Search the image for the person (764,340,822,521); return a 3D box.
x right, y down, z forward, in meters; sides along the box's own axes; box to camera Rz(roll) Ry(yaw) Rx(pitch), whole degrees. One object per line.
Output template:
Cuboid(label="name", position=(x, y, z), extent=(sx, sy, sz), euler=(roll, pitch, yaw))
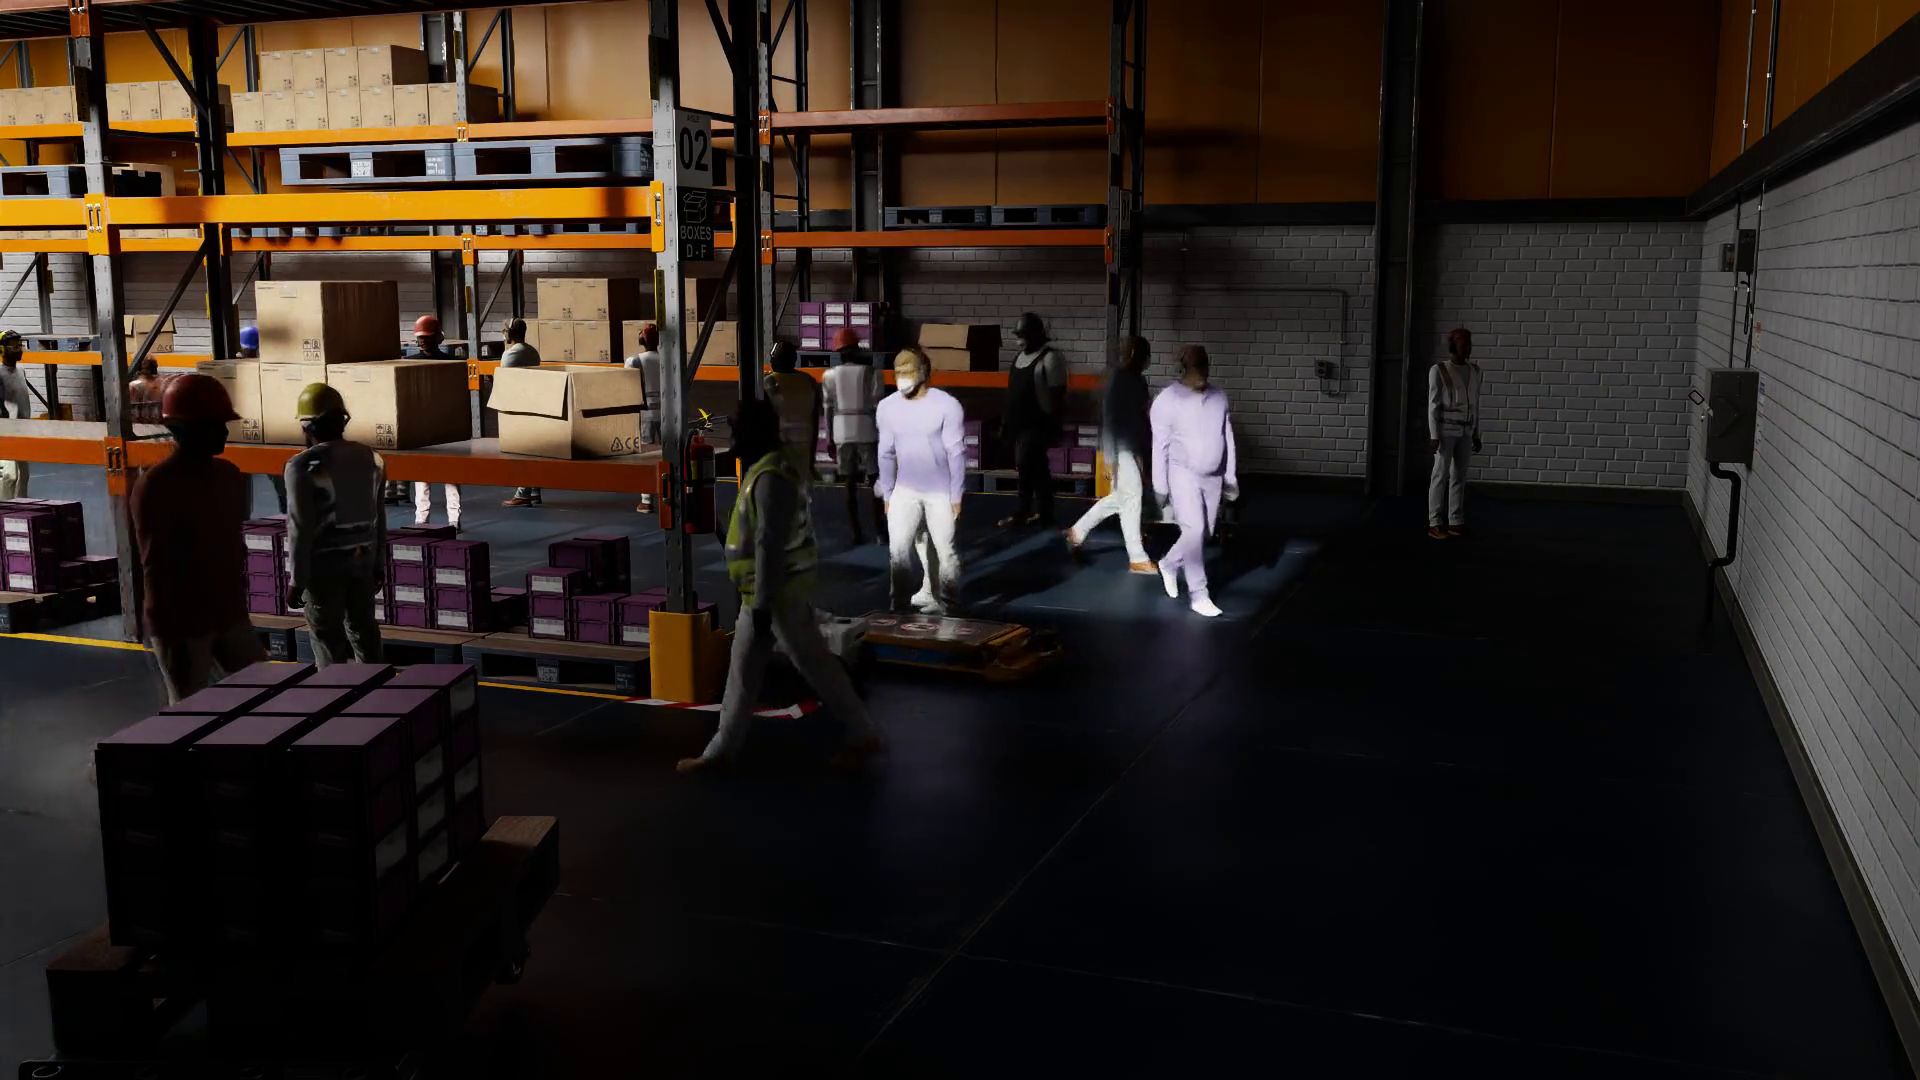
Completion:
Cuboid(label="person", position=(-1.416, -0.686, 13.392), extent=(0.626, 1.844, 0.429), euler=(-8, 12, -42))

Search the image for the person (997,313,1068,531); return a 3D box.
Cuboid(label="person", position=(0.567, -1.107, 15.406), extent=(0.858, 2.000, 0.705), euler=(-5, 10, -28))

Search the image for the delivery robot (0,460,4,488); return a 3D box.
Cuboid(label="delivery robot", position=(-10.281, -0.756, 17.560), extent=(0.707, 0.478, 0.477), euler=(7, 11, 37))

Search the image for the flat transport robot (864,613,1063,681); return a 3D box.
Cuboid(label="flat transport robot", position=(-0.160, 0.623, 10.082), extent=(1.431, 0.197, 0.652), euler=(5, 10, 27))

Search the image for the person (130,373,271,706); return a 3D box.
Cuboid(label="person", position=(-2.982, 0.327, 6.610), extent=(0.499, 1.973, 0.656), euler=(2, 9, 13))

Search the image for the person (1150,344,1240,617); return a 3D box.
Cuboid(label="person", position=(1.623, -0.446, 11.751), extent=(0.640, 1.881, 0.860), euler=(-6, 11, -33))

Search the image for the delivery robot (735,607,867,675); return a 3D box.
Cuboid(label="delivery robot", position=(-0.898, 0.547, 9.378), extent=(0.707, 0.478, 0.477), euler=(3, 9, 15))

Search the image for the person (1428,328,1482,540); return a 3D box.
Cuboid(label="person", position=(4.437, -0.949, 14.904), extent=(0.576, 1.885, 0.355), euler=(-5, 10, -27))

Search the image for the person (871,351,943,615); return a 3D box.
Cuboid(label="person", position=(-0.260, -0.390, 11.550), extent=(0.622, 1.843, 0.524), euler=(8, 12, 42))

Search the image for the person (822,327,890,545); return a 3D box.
Cuboid(label="person", position=(-0.913, -0.903, 14.587), extent=(0.602, 1.906, 0.387), euler=(1, 9, 9))

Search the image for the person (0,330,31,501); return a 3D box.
Cuboid(label="person", position=(-8.466, -0.945, 14.926), extent=(0.320, 1.871, 0.533), euler=(0, 9, -2))

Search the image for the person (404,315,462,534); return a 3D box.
Cuboid(label="person", position=(-4.771, -1.032, 15.083), extent=(0.624, 1.992, 0.390), euler=(-1, 9, -3))

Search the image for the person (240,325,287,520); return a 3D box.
Cuboid(label="person", position=(-6.582, -1.062, 15.578), extent=(0.598, 1.910, 0.856), euler=(-1, 9, -8))

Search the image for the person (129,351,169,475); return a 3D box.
Cuboid(label="person", position=(-7.689, -0.969, 15.801), extent=(0.306, 1.639, 0.523), euler=(2, 9, 14))

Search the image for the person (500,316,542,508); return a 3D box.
Cuboid(label="person", position=(-4.475, -1.297, 16.922), extent=(0.358, 1.938, 0.636), euler=(2, 9, 10))

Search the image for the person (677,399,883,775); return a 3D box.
Cuboid(label="person", position=(-0.820, 0.235, 7.816), extent=(0.971, 1.789, 0.706), euler=(-2, 9, -10))

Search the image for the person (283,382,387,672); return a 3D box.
Cuboid(label="person", position=(-3.118, 0.132, 8.288), extent=(0.404, 1.827, 0.599), euler=(5, 10, 27))

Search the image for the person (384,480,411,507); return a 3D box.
Cuboid(label="person", position=(-5.849, -1.248, 17.010), extent=(0.403, 1.826, 0.603), euler=(2, 9, 9))

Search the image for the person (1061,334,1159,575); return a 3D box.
Cuboid(label="person", position=(1.231, -0.694, 13.277), extent=(0.902, 1.904, 0.659), euler=(5, 10, 29))

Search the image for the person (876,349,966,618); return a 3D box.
Cuboid(label="person", position=(-0.249, -0.286, 10.769), extent=(0.630, 1.891, 0.702), euler=(3, 10, 21))

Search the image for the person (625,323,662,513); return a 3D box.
Cuboid(label="person", position=(-3.034, -1.203, 16.509), extent=(0.572, 1.883, 0.354), euler=(-4, 10, -25))
